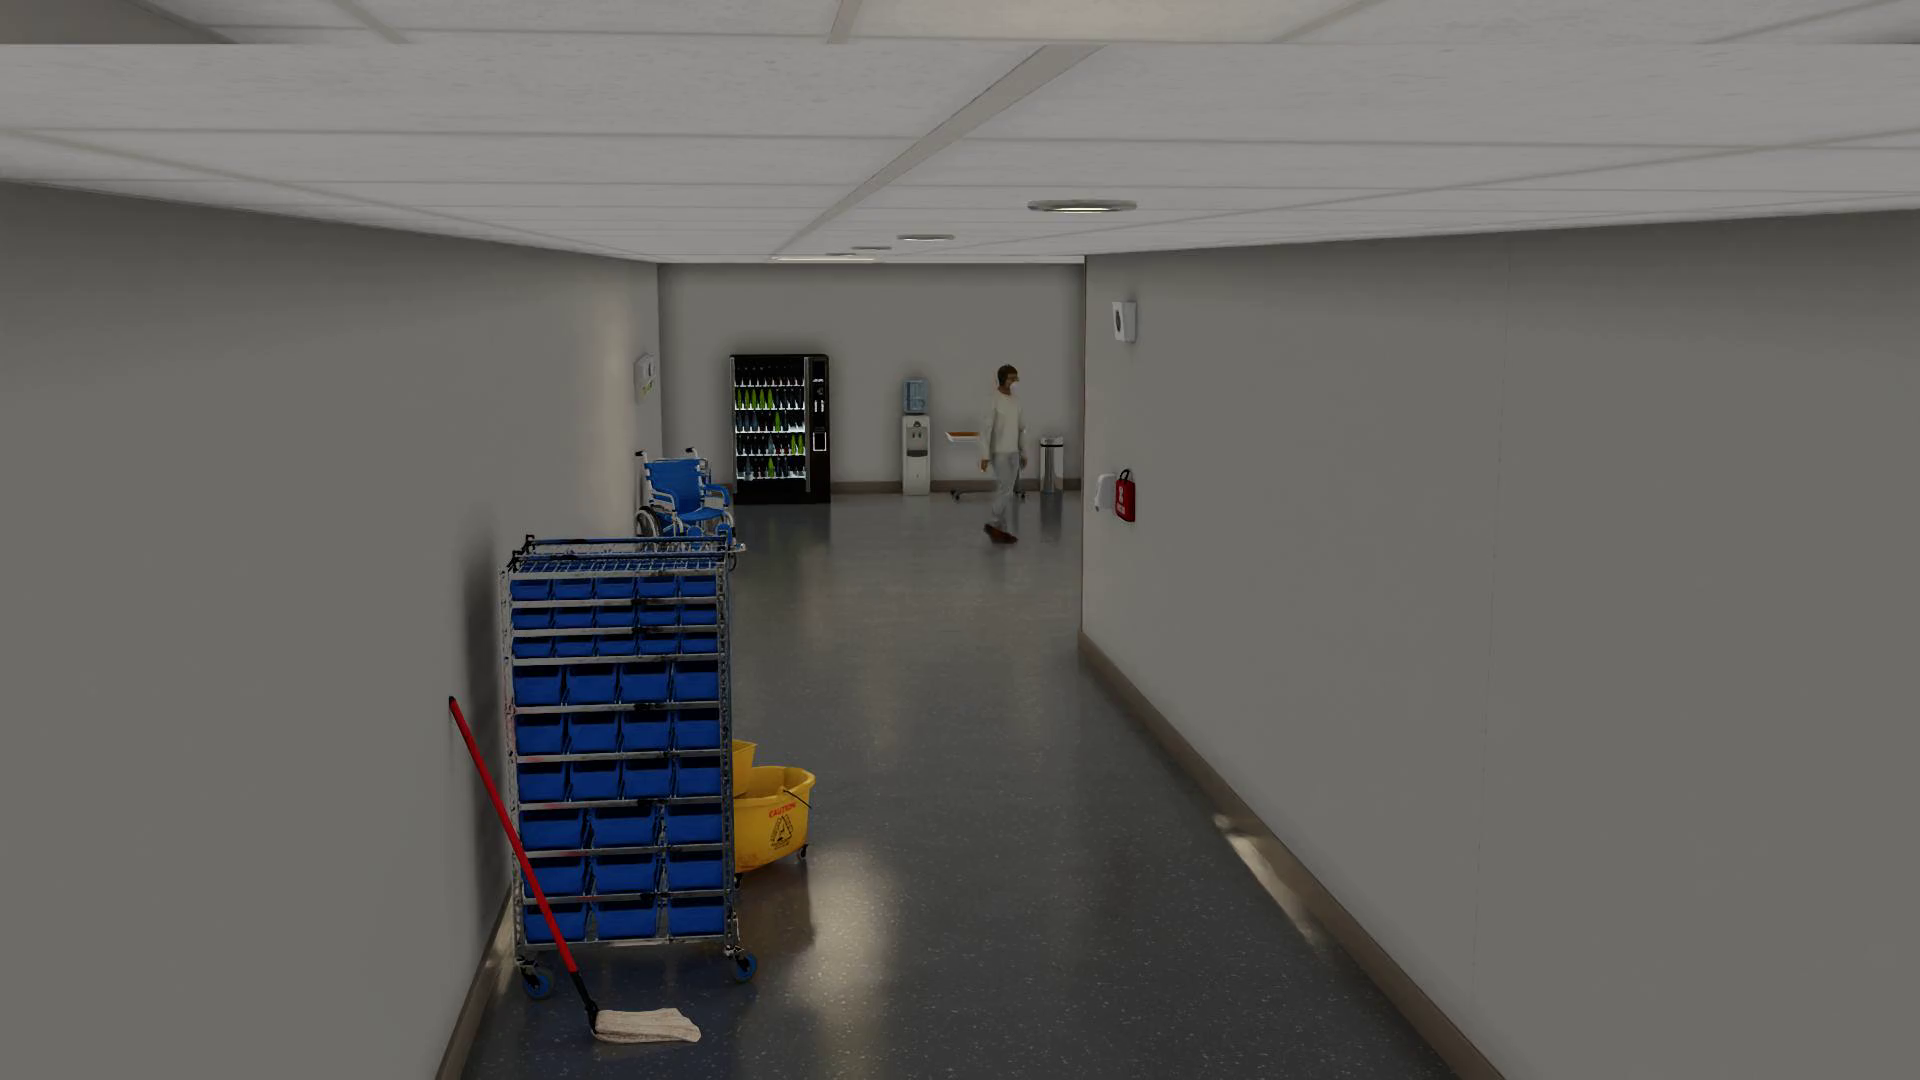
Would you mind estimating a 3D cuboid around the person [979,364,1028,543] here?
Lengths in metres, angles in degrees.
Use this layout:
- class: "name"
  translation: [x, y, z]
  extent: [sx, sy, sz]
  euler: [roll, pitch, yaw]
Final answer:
- class: "person"
  translation: [0.489, -0.908, 17.740]
  extent: [0.438, 1.925, 0.657]
  euler: [7, 12, 38]
